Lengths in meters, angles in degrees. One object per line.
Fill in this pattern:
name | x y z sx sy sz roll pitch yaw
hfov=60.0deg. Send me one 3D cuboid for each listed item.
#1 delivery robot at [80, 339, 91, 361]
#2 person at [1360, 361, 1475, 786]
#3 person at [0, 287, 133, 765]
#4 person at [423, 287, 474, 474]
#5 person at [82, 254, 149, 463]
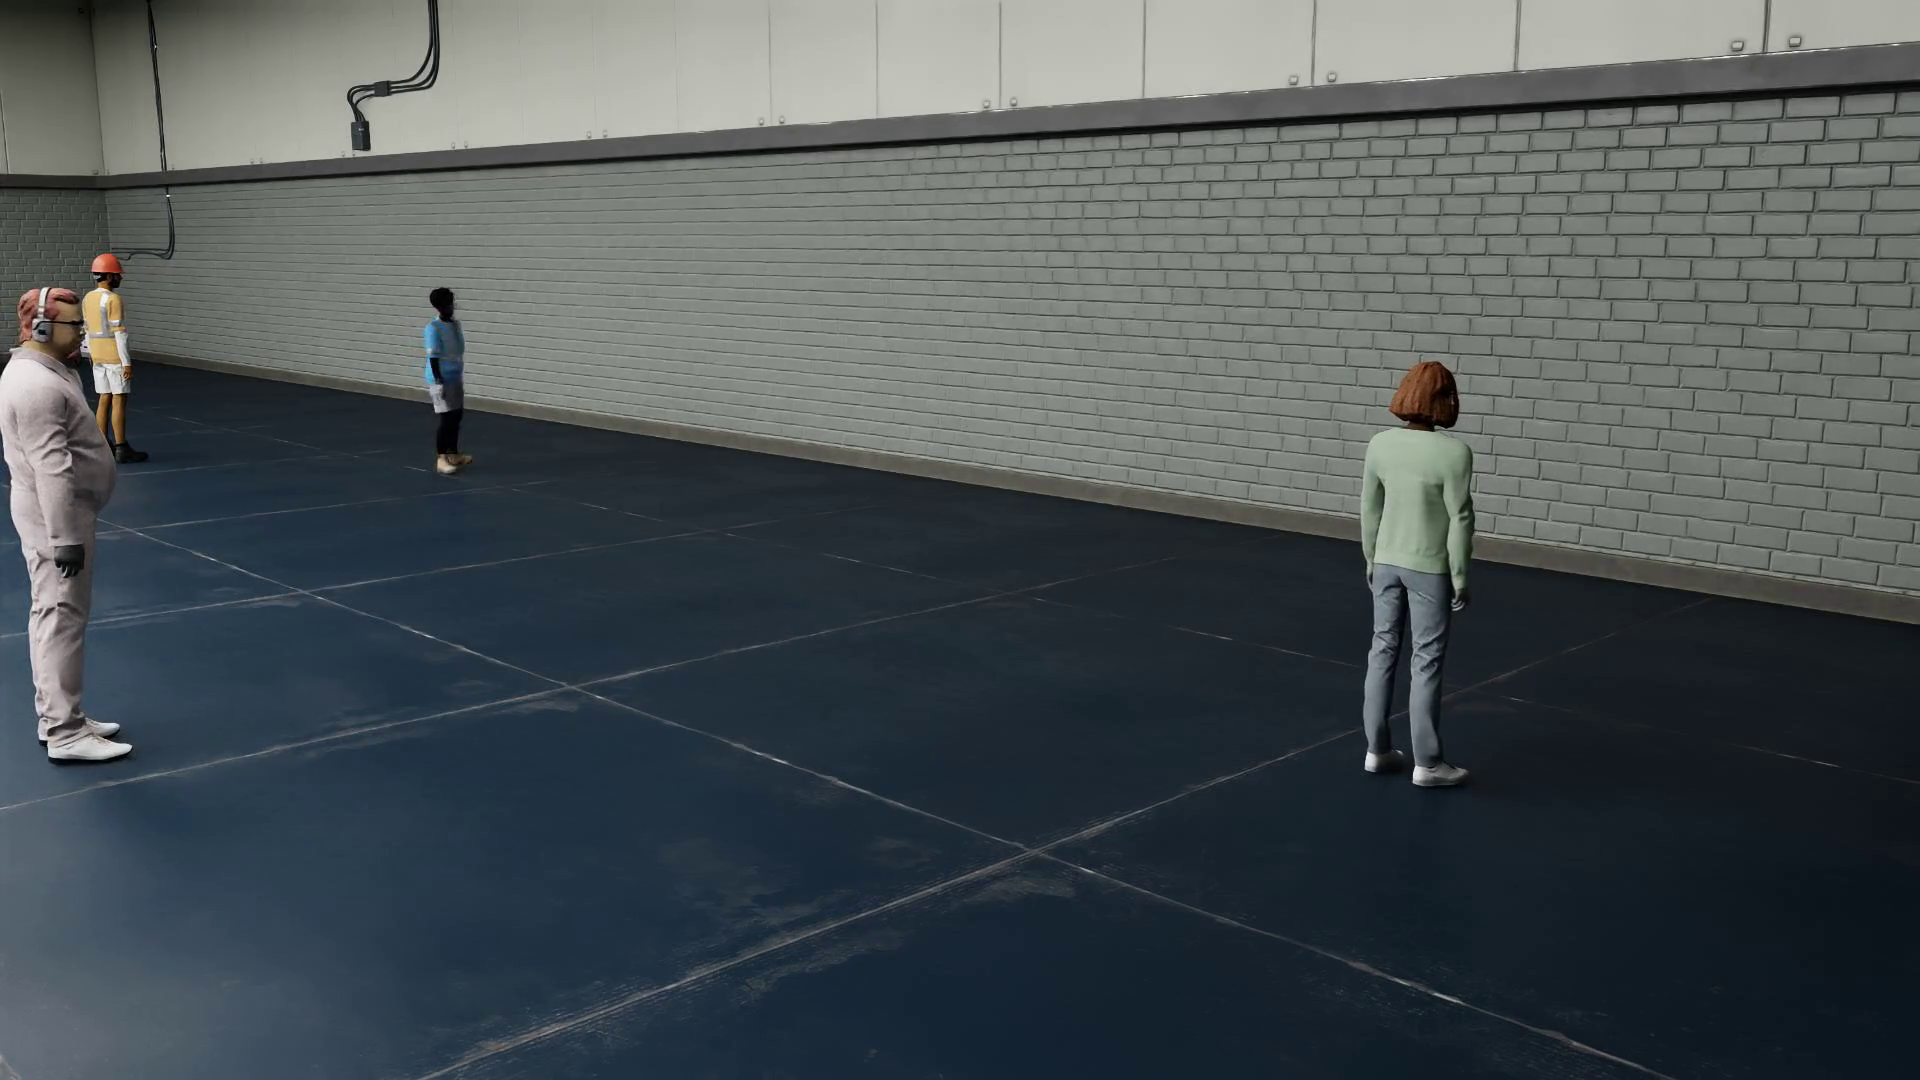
delivery robot | -13.955 -3.092 26.803 0.477 0.478 0.707 -10 14 -44
person | 1.769 0.125 6.452 0.285 1.633 0.501 -7 13 -35
person | -3.626 -0.064 6.747 0.402 1.904 0.651 -7 12 -32
person | -4.572 -1.434 14.894 0.334 1.655 0.709 1 10 7
person | -7.935 -1.704 15.599 0.552 1.935 0.370 7 12 32
